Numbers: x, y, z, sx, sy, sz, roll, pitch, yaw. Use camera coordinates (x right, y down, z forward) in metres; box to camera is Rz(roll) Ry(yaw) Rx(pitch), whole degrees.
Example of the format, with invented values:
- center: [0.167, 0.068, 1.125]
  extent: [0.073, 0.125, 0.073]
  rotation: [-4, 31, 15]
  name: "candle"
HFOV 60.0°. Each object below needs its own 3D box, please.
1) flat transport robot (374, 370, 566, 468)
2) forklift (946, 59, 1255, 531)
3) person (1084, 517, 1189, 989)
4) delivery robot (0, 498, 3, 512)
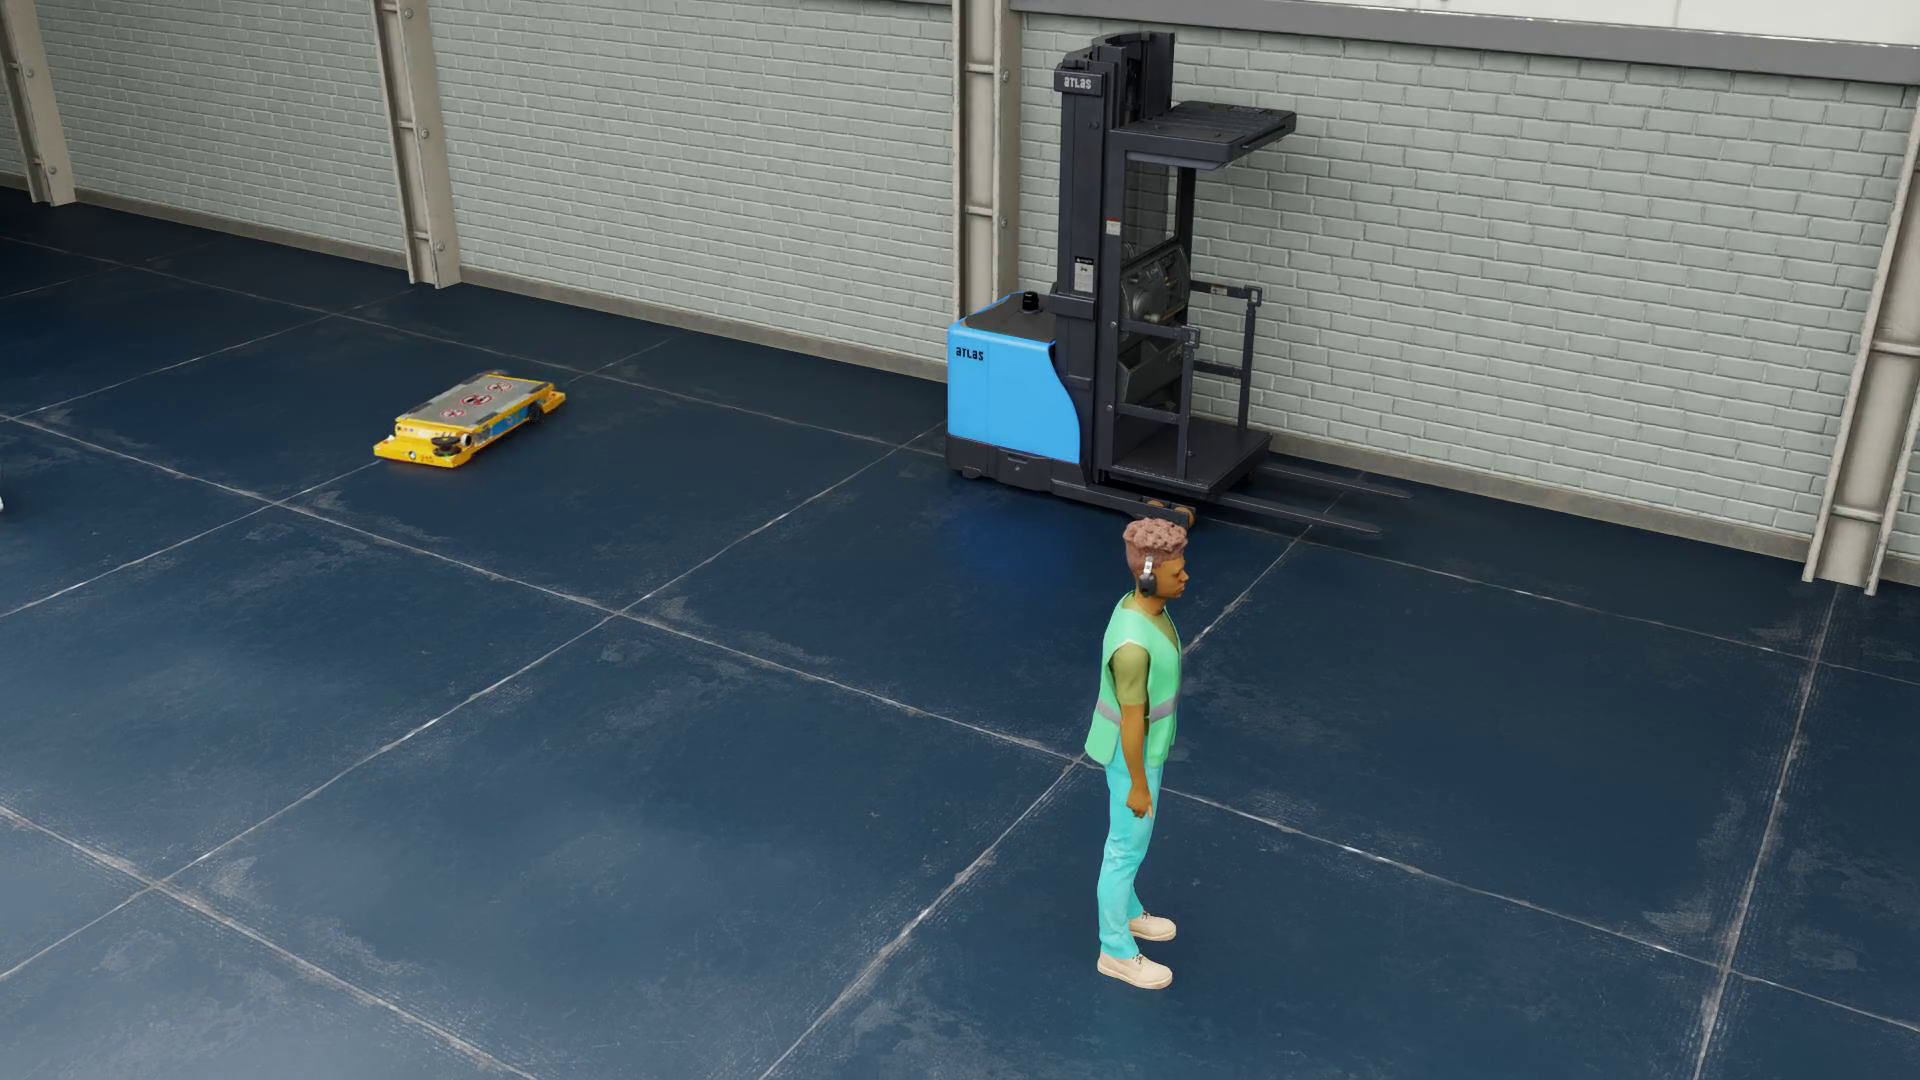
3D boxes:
- center: [-3.560, -0.897, 12.156]
  extent: [0.659, 0.231, 1.431]
  rotation: [9, 27, 18]
  name: "flat transport robot"
- center: [0.933, -1.707, 10.833]
  extent: [1.873, 2.768, 1.129]
  rotation: [15, 29, 28]
  name: "forklift"
- center: [0.698, 0.826, 6.516]
  extent: [0.405, 1.978, 0.485]
  rotation: [5, 26, 11]
  name: "person"
- center: [-6.651, -0.450, 10.893]
  extent: [0.784, 0.609, 0.499]
  rotation: [18, 31, 33]
  name: "delivery robot"
